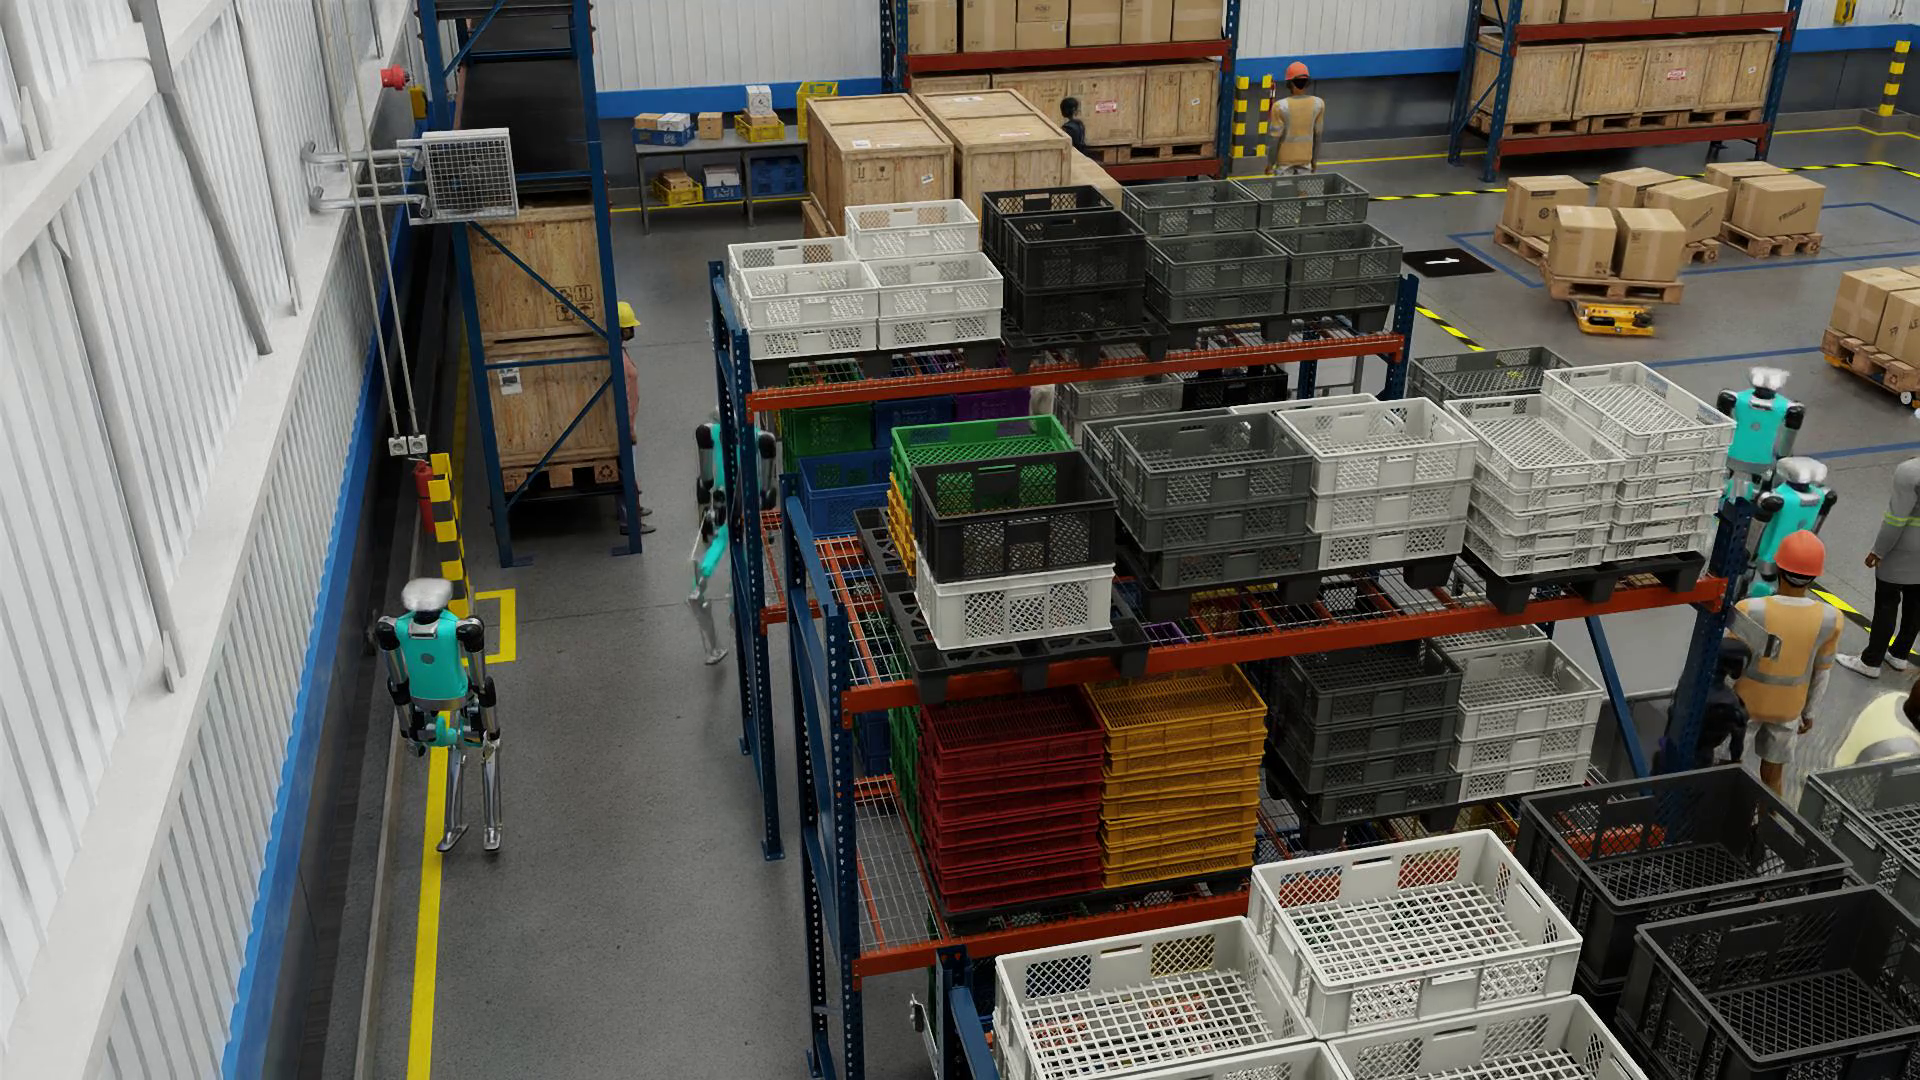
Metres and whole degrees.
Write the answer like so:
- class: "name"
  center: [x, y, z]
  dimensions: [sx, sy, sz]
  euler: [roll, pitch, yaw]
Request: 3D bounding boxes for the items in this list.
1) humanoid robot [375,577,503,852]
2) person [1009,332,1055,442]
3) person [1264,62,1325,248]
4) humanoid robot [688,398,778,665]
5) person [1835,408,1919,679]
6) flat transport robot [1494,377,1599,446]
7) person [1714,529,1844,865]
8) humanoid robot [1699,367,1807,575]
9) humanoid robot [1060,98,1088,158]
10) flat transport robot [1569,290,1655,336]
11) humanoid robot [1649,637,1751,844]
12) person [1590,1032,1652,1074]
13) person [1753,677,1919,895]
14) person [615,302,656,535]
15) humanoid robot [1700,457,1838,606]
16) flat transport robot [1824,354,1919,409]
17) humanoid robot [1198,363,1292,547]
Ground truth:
- class: "humanoid robot"
  center: [-2.623, 0.851, 8.718]
  dimensions: [0.533, 1.673, 0.735]
  euler: [1, 28, 1]
- class: "person"
  center: [0.441, -0.629, 11.564]
  dimensions: [0.507, 1.839, 0.334]
  euler: [20, 34, 33]
- class: "person"
  center: [3.590, -4.130, 17.986]
  dimensions: [0.605, 2.039, 0.385]
  euler: [-6, 28, -12]
- class: "humanoid robot"
  center: [-1.468, 0.017, 10.475]
  dimensions: [0.553, 1.748, 1.046]
  euler: [7, 29, 14]
- class: "person"
  center: [5.903, 0.007, 10.335]
  dimensions: [0.589, 1.852, 0.366]
  euler: [-10, 29, -18]
- class: "flat transport robot"
  center: [4.780, -1.036, 14.013]
  dimensions: [0.659, 0.231, 1.431]
  euler: [-6, 28, -12]
- class: "person"
  center: [4.186, 0.832, 8.680]
  dimensions: [0.550, 1.934, 0.373]
  euler: [4, 28, 7]
- class: "humanoid robot"
  center: [5.276, -0.445, 11.171]
  dimensions: [0.533, 1.677, 0.735]
  euler: [15, 31, 26]
- class: "humanoid robot"
  center: [1.183, -4.021, 18.198]
  dimensions: [0.754, 1.624, 0.611]
  euler: [17, 32, 29]
- class: "flat transport robot"
  center: [6.432, -2.385, 16.542]
  dimensions: [0.652, 0.197, 1.431]
  euler: [5, 28, 9]
- class: "humanoid robot"
  center: [3.645, 1.193, 8.269]
  dimensions: [0.327, 1.650, 0.584]
  euler: [-6, 28, -11]
- class: "person"
  center: [2.223, 2.311, 5.896]
  dimensions: [0.589, 1.916, 0.398]
  euler: [19, 33, 31]
- class: "person"
  center: [4.221, 1.346, 7.846]
  dimensions: [0.583, 1.809, 0.641]
  euler: [12, 30, 21]
- class: "person"
  center: [-2.436, -0.888, 12.134]
  dimensions: [0.337, 1.761, 0.522]
  euler: [-8, 29, -15]
- class: "humanoid robot"
  center: [4.702, 0.245, 10.016]
  dimensions: [0.564, 1.765, 0.863]
  euler: [-9, 29, -17]
- class: "flat transport robot"
  center: [8.473, -1.467, 14.800]
  dimensions: [0.652, 0.197, 1.431]
  euler: [-6, 28, -12]
- class: "humanoid robot"
  center: [1.779, -0.377, 11.244]
  dimensions: [0.746, 1.838, 0.542]
  euler: [-13, 31, -24]
